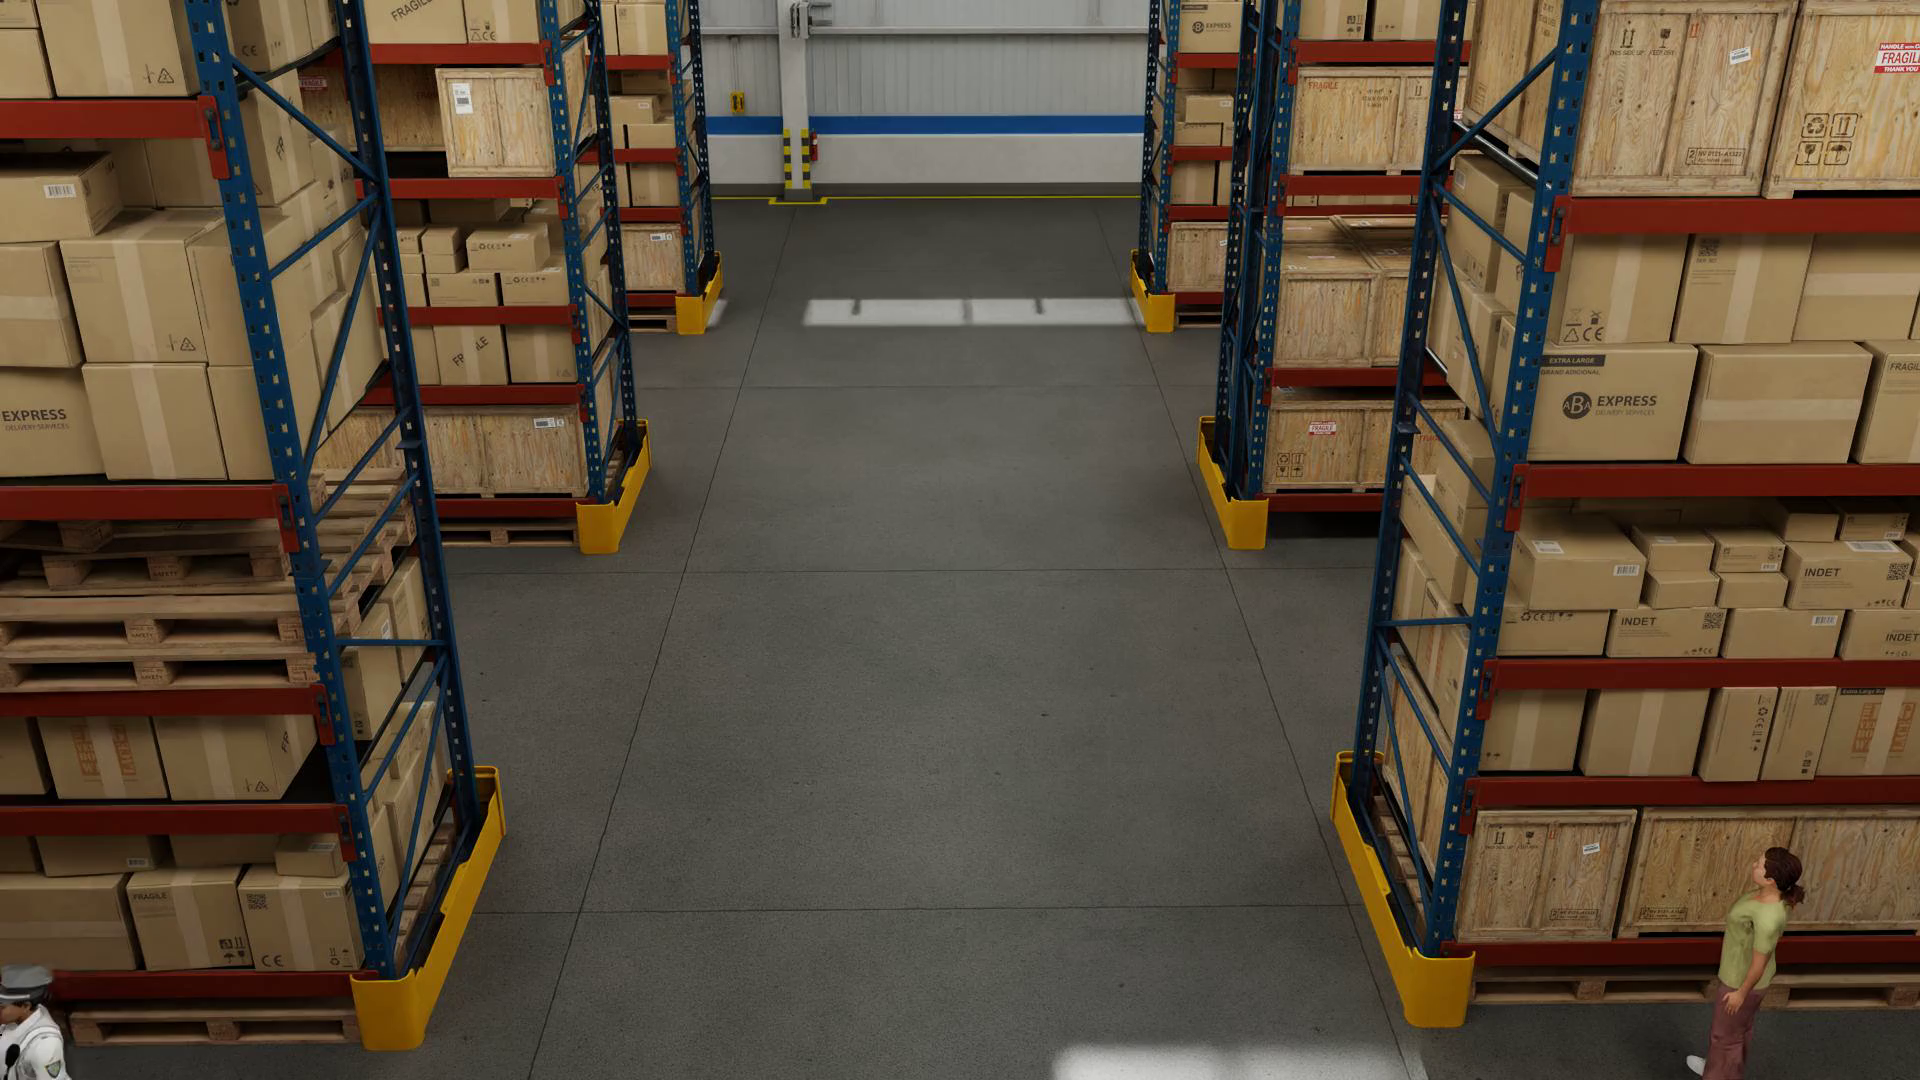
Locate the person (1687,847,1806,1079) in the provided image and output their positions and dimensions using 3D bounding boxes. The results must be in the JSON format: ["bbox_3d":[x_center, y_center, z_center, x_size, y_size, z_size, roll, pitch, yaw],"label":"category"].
[{"bbox_3d":[4.219,2.353,8.955,0.390,1.671,0.426,17,30,32],"label":"person"}]

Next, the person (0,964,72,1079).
[{"bbox_3d":[-4.473,2.804,7.970,0.493,1.676,0.762,21,32,38],"label":"person"}]
